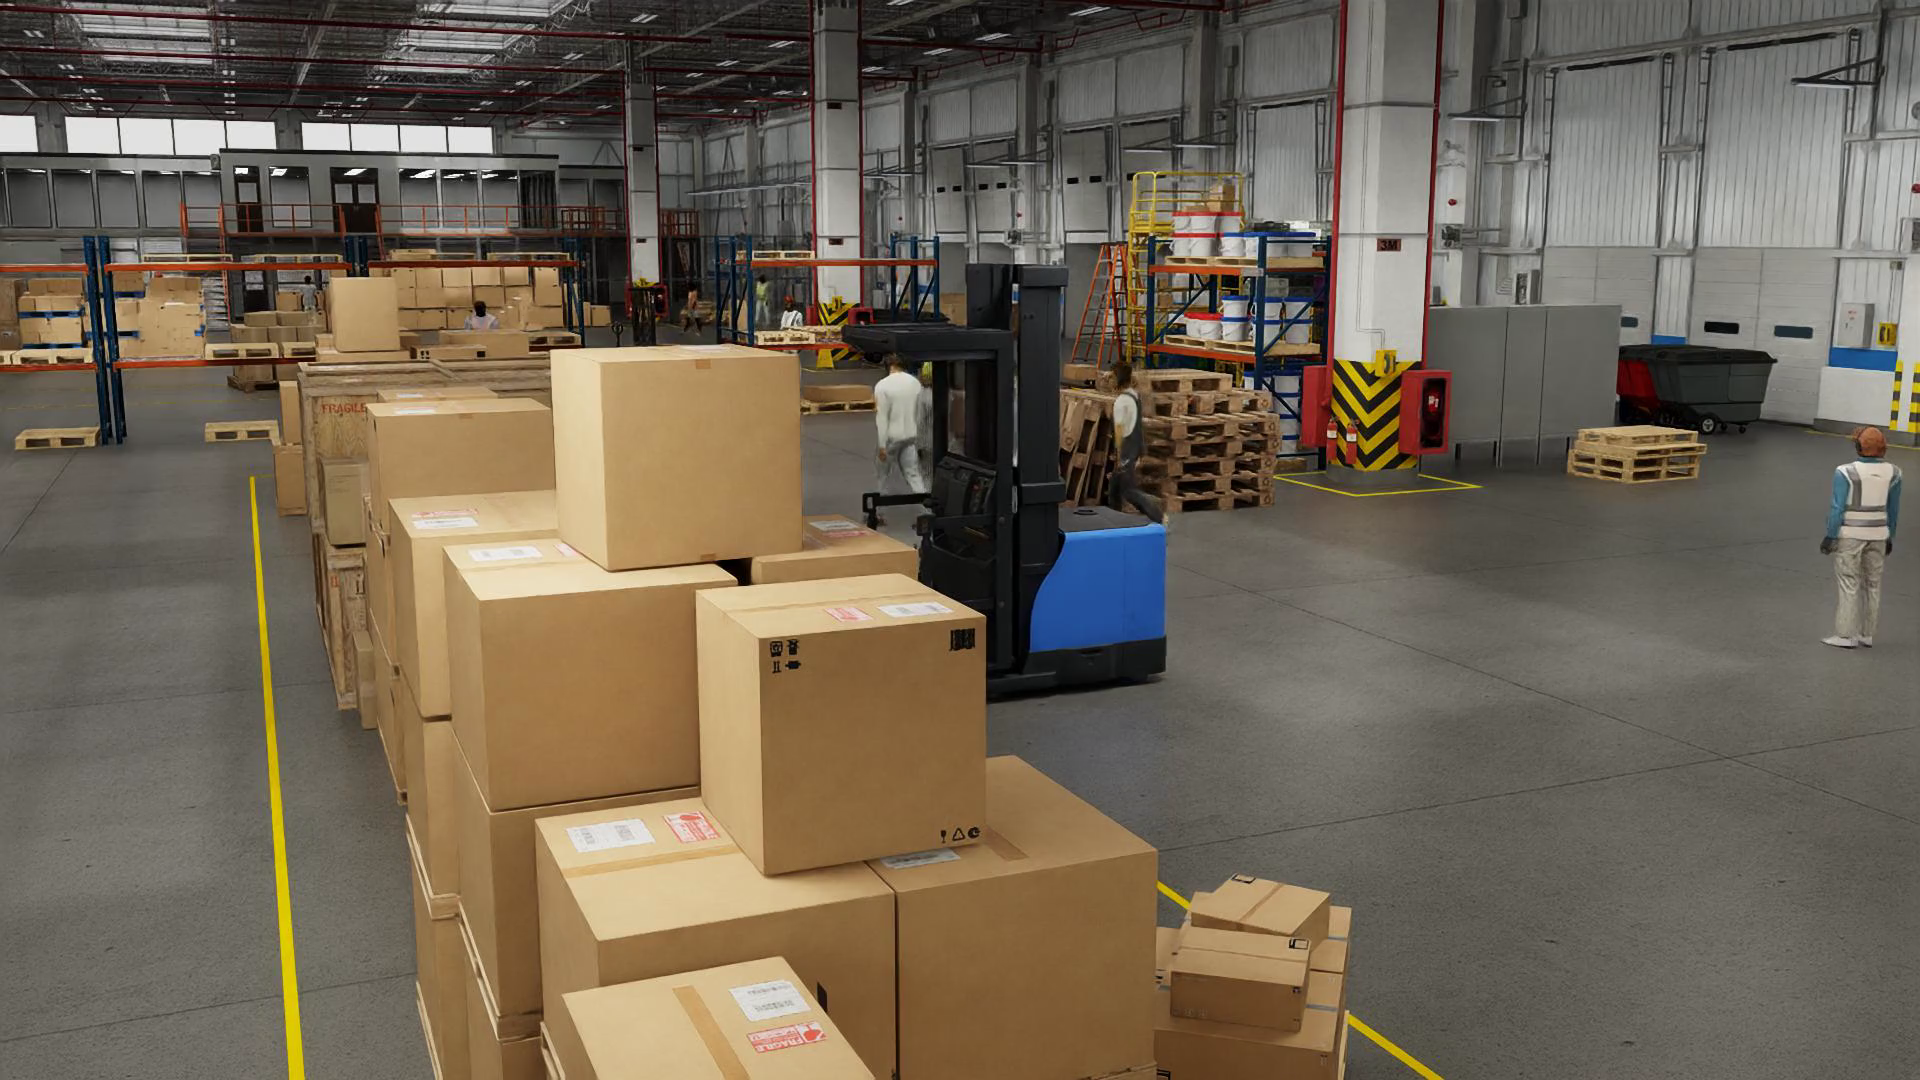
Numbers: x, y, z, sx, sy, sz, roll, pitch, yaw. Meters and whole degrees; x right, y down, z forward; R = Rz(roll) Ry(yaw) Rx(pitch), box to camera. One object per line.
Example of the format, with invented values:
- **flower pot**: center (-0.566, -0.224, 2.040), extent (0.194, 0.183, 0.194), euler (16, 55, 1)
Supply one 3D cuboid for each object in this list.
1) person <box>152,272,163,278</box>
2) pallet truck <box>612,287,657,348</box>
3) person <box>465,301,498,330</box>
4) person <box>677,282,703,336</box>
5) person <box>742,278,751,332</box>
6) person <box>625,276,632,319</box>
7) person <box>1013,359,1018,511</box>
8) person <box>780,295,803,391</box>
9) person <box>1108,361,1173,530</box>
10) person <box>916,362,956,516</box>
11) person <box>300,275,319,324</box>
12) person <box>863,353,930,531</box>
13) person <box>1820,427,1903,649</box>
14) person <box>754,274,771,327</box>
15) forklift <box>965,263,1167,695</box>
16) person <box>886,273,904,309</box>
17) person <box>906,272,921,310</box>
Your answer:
- **person**: center (-23.615, -6.923, 49.269), extent (0.668, 2.009, 0.670), euler (8, 13, 38)
- **pallet truck**: center (-6.464, -4.406, 35.401), extent (0.823, 1.965, 1.885), euler (6, 12, 32)
- **person**: center (-8.991, -3.582, 31.313), extent (0.624, 1.838, 0.430), euler (-3, 11, -14)
- **person**: center (-8.285, -7.078, 51.031), extent (0.835, 1.654, 0.552), euler (-6, 12, -32)
- **person**: center (-6.793, -7.480, 53.016), extent (0.368, 1.754, 0.533), euler (-5, 11, -26)
- **person**: center (-12.132, -9.140, 61.637), extent (0.610, 1.943, 0.403), euler (2, 10, 11)
- **person**: center (0.428, -0.763, 15.686), extent (0.641, 1.888, 1.052), euler (-6, 12, -31)
- **person**: center (-3.327, -3.854, 32.669), extent (0.574, 1.887, 0.355), euler (8, 13, 39)
- **person**: center (1.704, -0.858, 16.382), extent (0.814, 1.816, 0.510), euler (4, 11, 23)
- **person**: center (-0.242, -1.045, 17.616), extent (0.483, 1.719, 0.611), euler (-5, 11, -24)
- **person**: center (-19.901, -7.153, 50.897), extent (0.531, 1.870, 0.316), euler (-3, 11, -14)
- **person**: center (-0.625, -1.039, 17.137), extent (0.637, 1.902, 0.961), euler (-9, 14, -41)
- **person**: center (6.604, -0.006, 12.184), extent (0.539, 1.635, 0.311), euler (-1, 10, -5)
- **person**: center (-6.710, -8.069, 56.181), extent (0.676, 1.783, 0.944), euler (6, 12, 30)
- **forklift**: center (0.371, -0.447, 11.152), extent (1.873, 2.768, 1.129), euler (-4, 11, -23)
- **person**: center (-2.062, -7.558, 52.982), extent (0.581, 1.920, 0.527), euler (-2, 10, -9)
- **person**: center (-1.622, -8.415, 57.715), extent (0.614, 1.913, 0.532), euler (-5, 12, -27)
